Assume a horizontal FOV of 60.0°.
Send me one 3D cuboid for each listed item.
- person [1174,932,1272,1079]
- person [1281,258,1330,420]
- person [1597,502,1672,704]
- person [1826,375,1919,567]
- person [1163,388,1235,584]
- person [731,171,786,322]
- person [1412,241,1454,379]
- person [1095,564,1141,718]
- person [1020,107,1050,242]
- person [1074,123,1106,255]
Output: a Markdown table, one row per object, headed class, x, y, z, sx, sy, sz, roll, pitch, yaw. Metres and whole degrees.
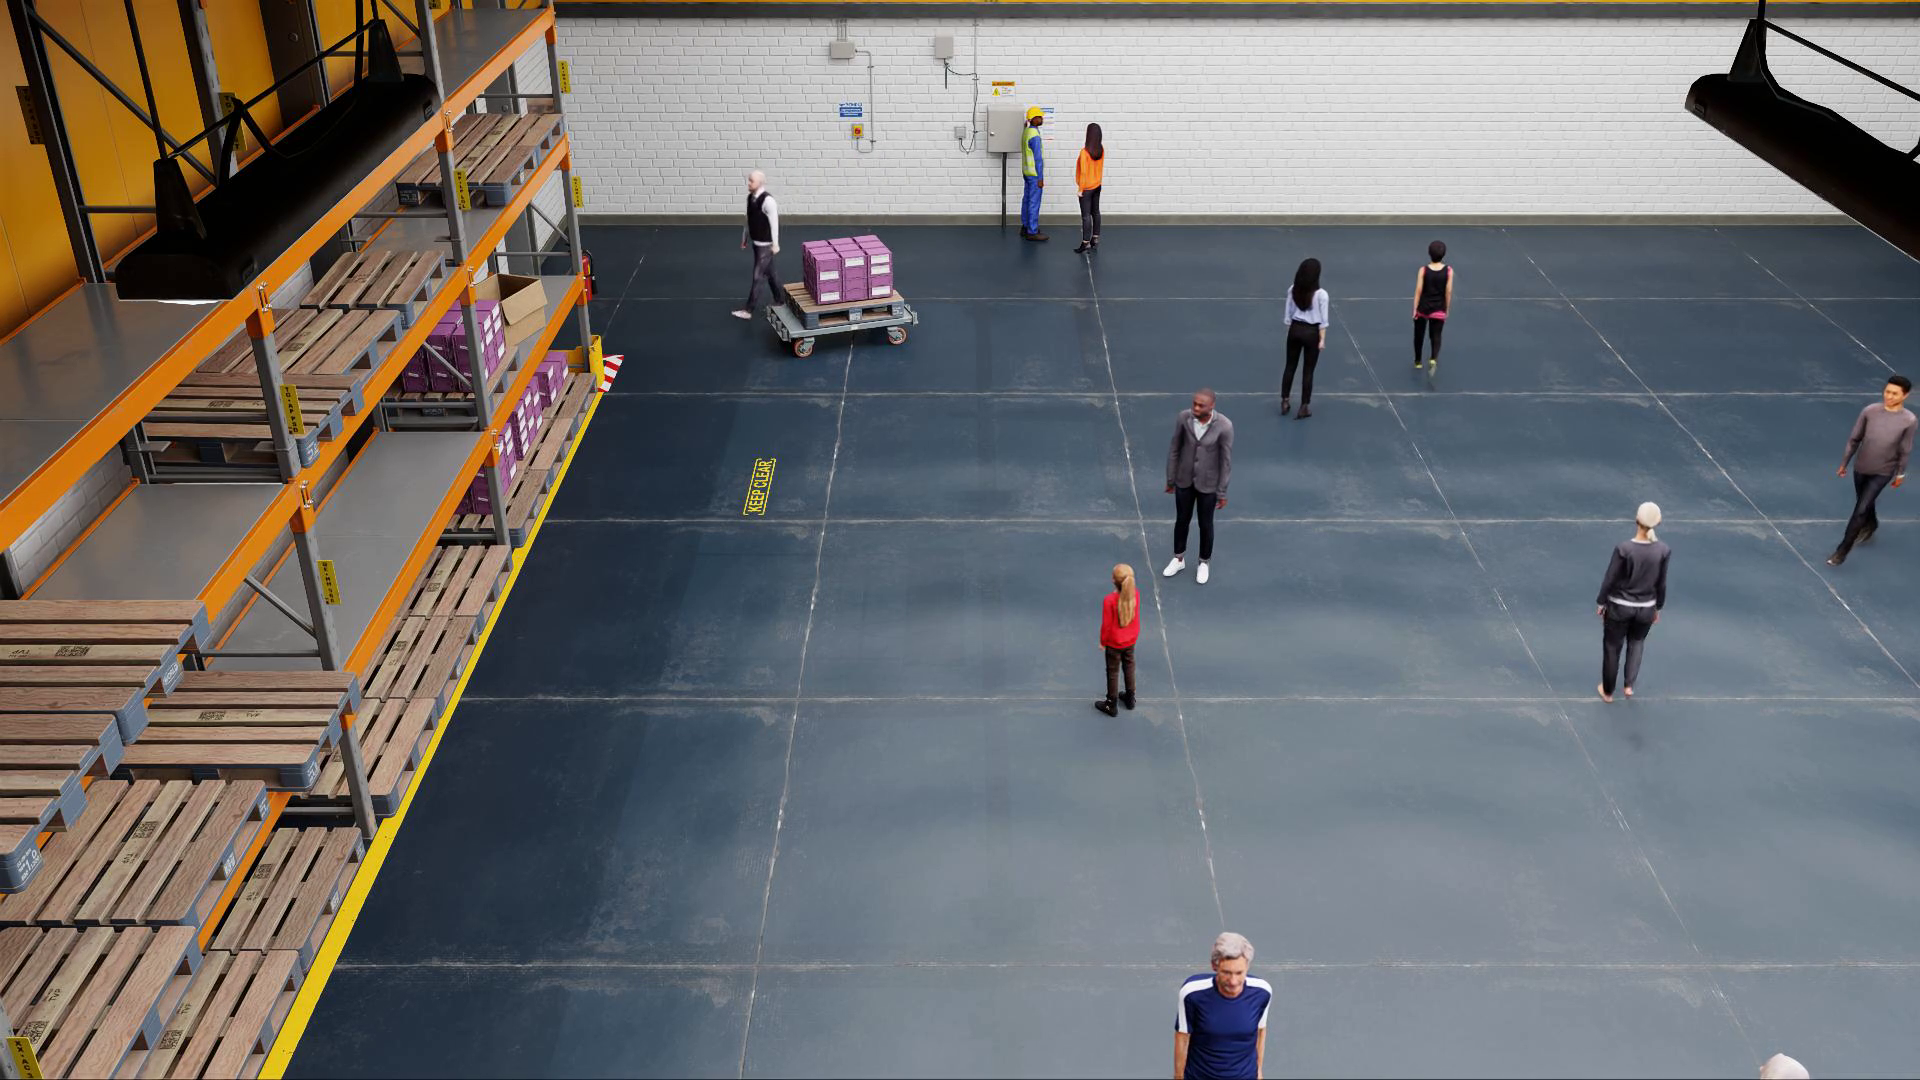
| class | x | y | z | sx | sy | sz | roll | pitch | yaw |
| --- | --- | --- | --- | --- | --- | --- | --- | --- | --- |
| person | 1.319 | 2.726 | 8.521 | 0.656 | 1.839 | 0.586 | -3 | 29 | -6 |
| person | 3.615 | -2.124 | 17.511 | 0.721 | 1.744 | 0.737 | 18 | 34 | 30 |
| person | 5.141 | 0.526 | 12.677 | 0.647 | 1.720 | 0.600 | 3 | 29 | 5 |
| person | 8.189 | -0.646 | 14.818 | 1.196 | 1.728 | 1.181 | 5 | 29 | 9 |
| person | 2.073 | -0.501 | 14.465 | 0.802 | 1.811 | 0.766 | 13 | 31 | 23 |
| person | -2.312 | -3.572 | 20.114 | 1.118 | 1.792 | 1.127 | -19 | 34 | -31 |
| person | 5.254 | -2.549 | 18.513 | 0.663 | 1.530 | 0.965 | 5 | 29 | 9 |
| person | 1.221 | 0.752 | 12.722 | 0.576 | 1.281 | 0.610 | -16 | 33 | -27 |
| person | 1.005 | -5.030 | 22.765 | 0.787 | 1.813 | 0.607 | -7 | 29 | -13 |
| person | 1.750 | -4.719 | 22.262 | 0.766 | 1.749 | 0.685 | 21 | 35 | 33 |
